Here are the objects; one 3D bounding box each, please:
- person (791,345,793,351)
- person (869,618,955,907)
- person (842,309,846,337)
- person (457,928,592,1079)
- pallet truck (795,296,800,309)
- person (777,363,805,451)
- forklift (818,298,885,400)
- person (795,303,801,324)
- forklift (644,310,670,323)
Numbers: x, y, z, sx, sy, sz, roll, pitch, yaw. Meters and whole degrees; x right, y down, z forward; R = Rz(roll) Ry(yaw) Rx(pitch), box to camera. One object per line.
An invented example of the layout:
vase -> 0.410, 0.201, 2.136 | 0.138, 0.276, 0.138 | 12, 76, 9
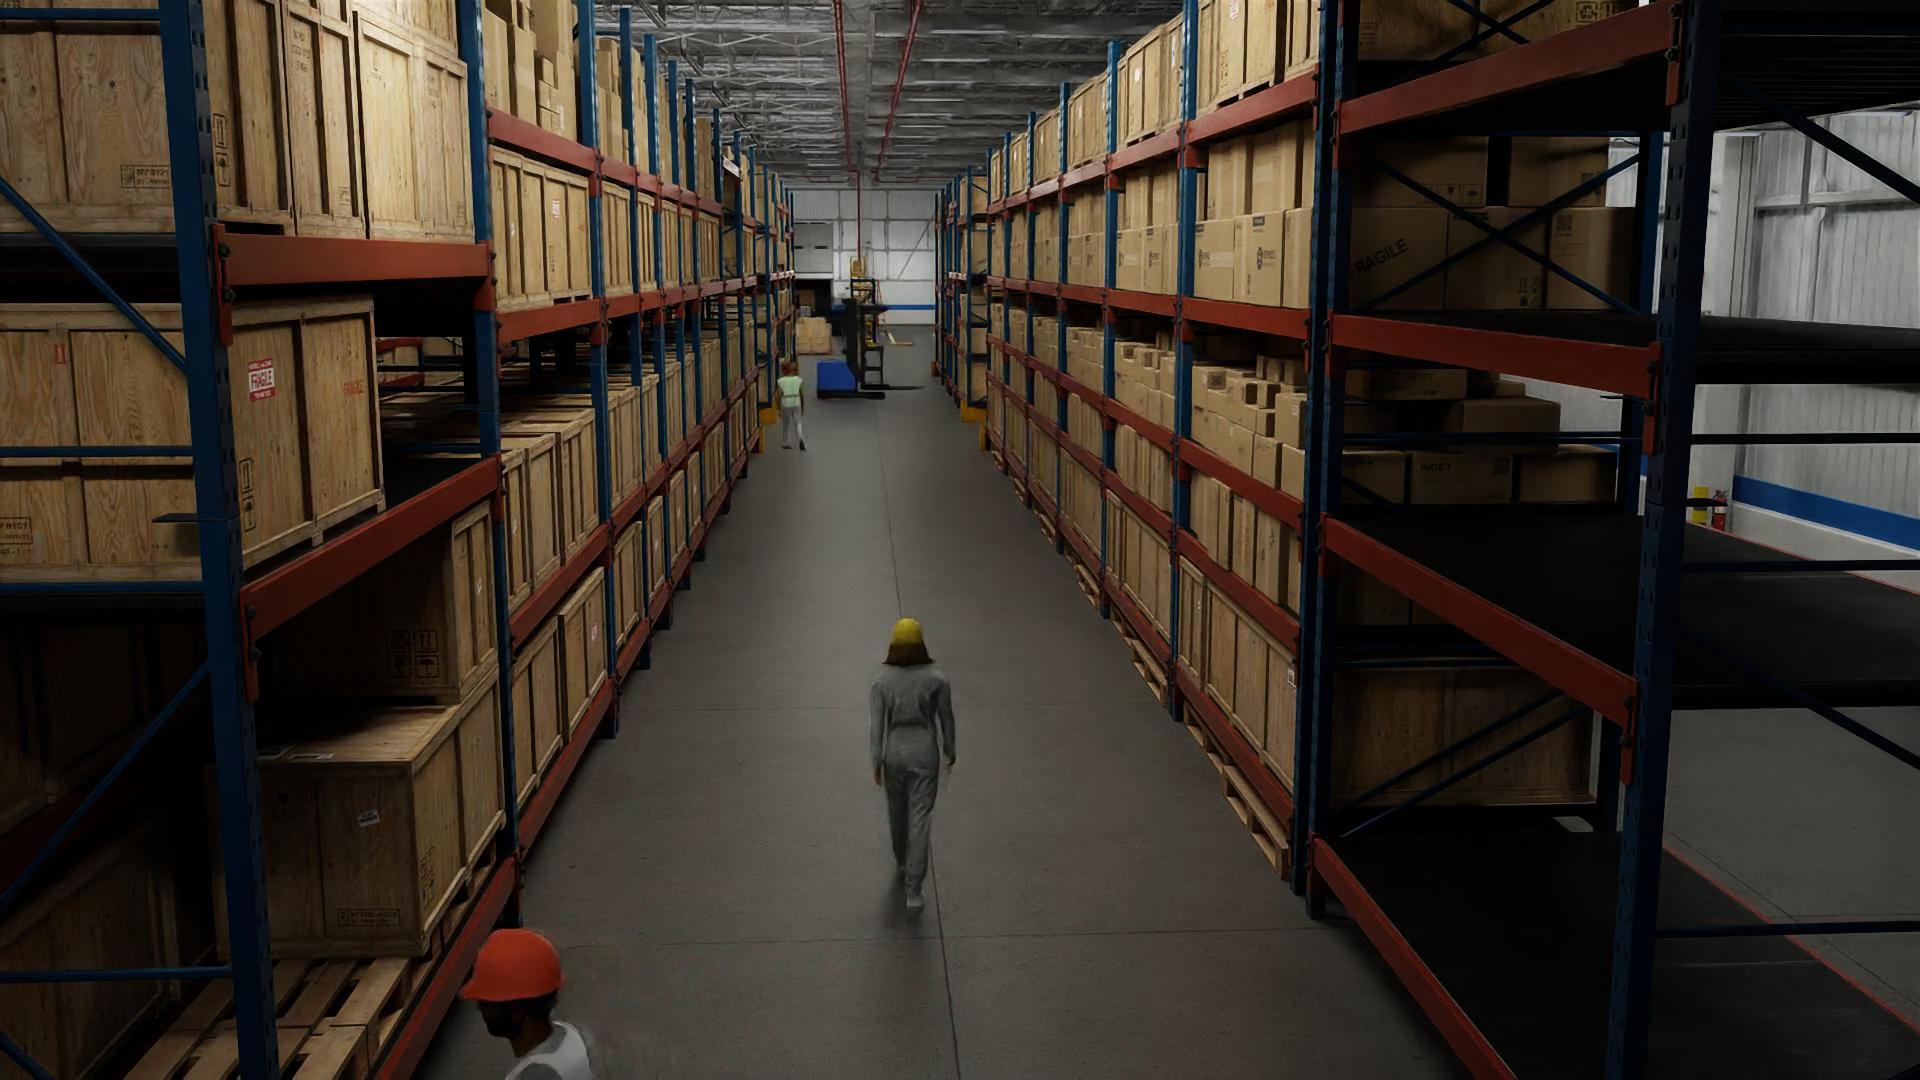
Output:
person -> -7.009, -8.236, 66.599 | 0.988, 1.900, 0.632 | -3, 10, -19
person -> -0.294, 1.320, 10.131 | 0.500, 1.693, 0.918 | 1, 10, 8
person -> -4.565, -8.487, 67.862 | 0.636, 1.967, 0.673 | 9, 13, 43
person -> -1.277, 2.076, 4.926 | 0.421, 1.920, 0.571 | 0, 10, -1
pallet truck -> -8.622, -12.439, 91.403 | 1.885, 1.965, 0.823 | 2, 10, 13
person -> -3.441, -2.716, 33.915 | 0.602, 1.802, 0.831 | -4, 10, -25
forklift -> -3.035, -5.337, 46.348 | 1.873, 2.768, 1.129 | -1, 10, -3
person -> -8.502, -11.493, 86.692 | 0.466, 1.681, 0.550 | -9, 13, -44
forklift -> -10.402, -7.160, 57.237 | 1.129, 2.768, 1.873 | -1, 10, -3
